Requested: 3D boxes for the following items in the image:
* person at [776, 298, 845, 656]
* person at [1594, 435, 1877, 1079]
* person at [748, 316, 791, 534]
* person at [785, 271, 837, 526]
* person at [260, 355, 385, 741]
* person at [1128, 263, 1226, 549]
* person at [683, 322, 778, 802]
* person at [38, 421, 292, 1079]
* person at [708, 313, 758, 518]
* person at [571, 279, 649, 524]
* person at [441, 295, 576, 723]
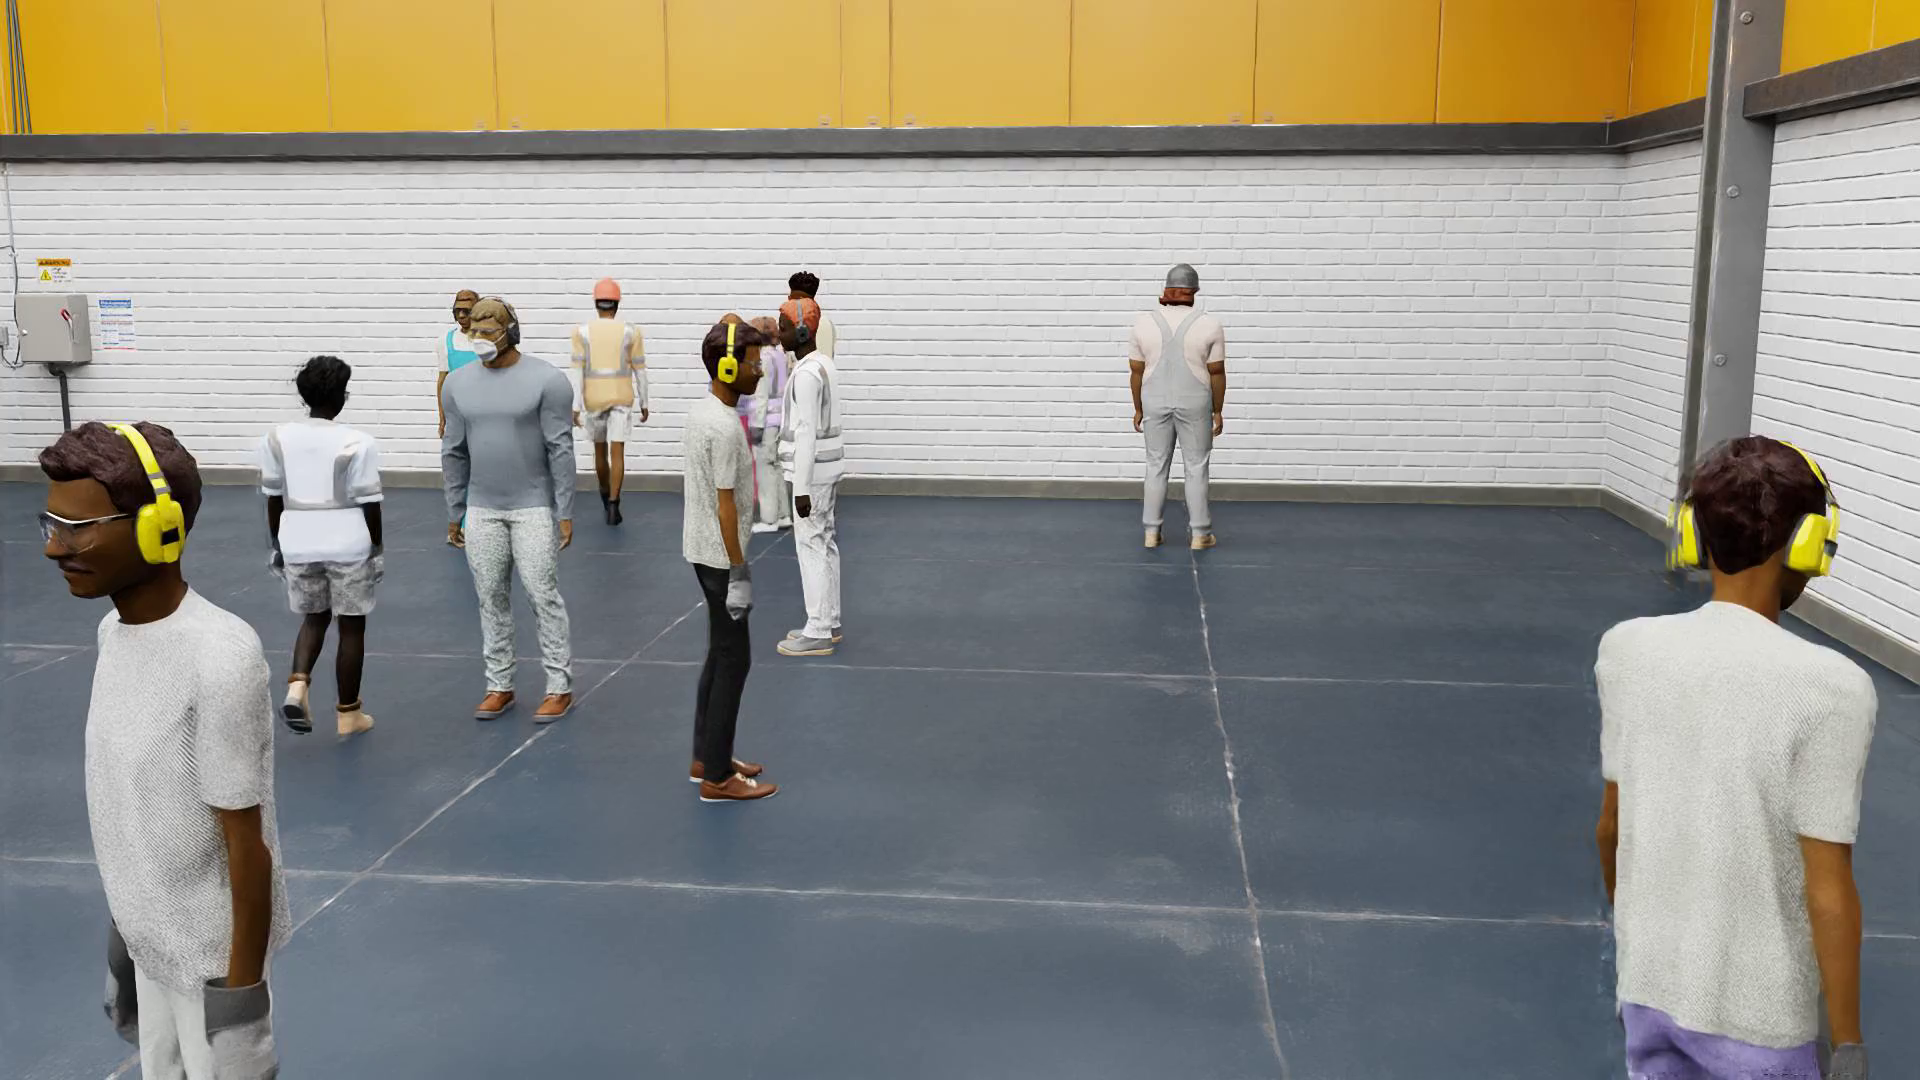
[{"bbox_3d":[-0.785,-0.328,8.769,0.342,1.878,0.580,1,10,5],"label":"person"},{"bbox_3d":[1.268,0.755,2.682,0.615,1.831,0.595,-6,11,-30],"label":"person"},{"bbox_3d":[-1.434,-0.850,12.488,0.312,1.640,0.549,1,10,8],"label":"person"},{"bbox_3d":[-1.168,-1.086,12.843,0.362,1.963,0.614,4,11,23],"label":"person"},{"bbox_3d":[-2.717,0.048,7.147,0.540,1.678,0.413,1,10,6],"label":"person"},{"bbox_3d":[1.571,-0.959,11.904,0.688,2.000,0.536,3,10,19],"label":"person"},{"bbox_3d":[-0.905,0.089,6.441,0.324,1.854,0.530,-3,10,-17],"label":"person"},{"bbox_3d":[-1.297,0.725,2.790,0.511,1.862,0.324,9,13,42],"label":"person"},{"bbox_3d":[-1.788,-0.972,13.141,0.499,1.633,0.289,6,12,33],"label":"person"},{"bbox_3d":[-2.762,-1.111,13.196,0.575,1.883,0.985,-1,10,-7],"label":"person"},{"bbox_3d":[-2.036,-0.134,7.523,0.635,1.927,0.372,2,10,10],"label":"person"}]
